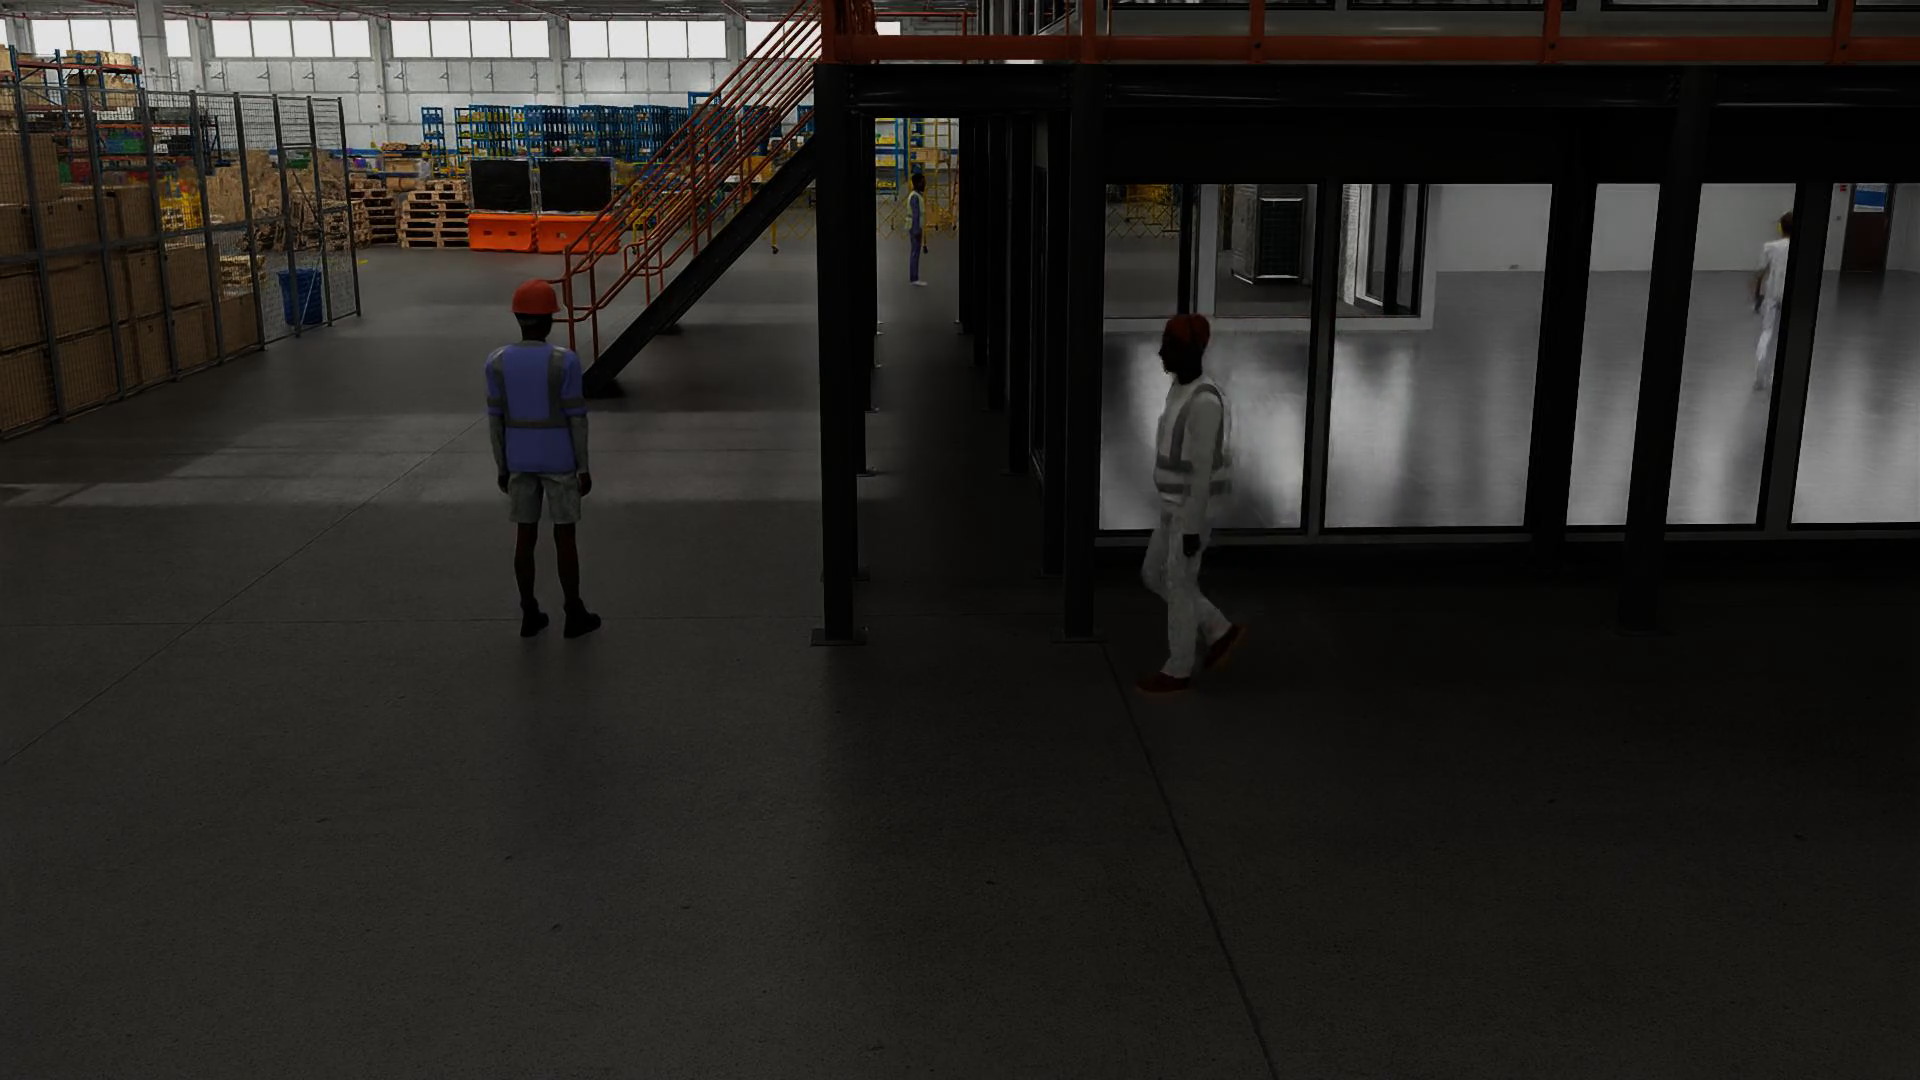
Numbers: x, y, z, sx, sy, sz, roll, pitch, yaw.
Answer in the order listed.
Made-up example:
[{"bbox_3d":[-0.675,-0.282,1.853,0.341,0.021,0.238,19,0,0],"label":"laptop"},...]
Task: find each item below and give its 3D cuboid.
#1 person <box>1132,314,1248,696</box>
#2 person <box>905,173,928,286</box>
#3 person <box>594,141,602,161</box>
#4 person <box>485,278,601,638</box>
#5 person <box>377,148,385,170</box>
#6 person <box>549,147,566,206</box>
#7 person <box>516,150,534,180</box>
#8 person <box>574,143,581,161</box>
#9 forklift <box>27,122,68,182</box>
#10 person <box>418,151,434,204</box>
[{"bbox_3d":[1.116,-0.152,7.987,0.486,1.871,0.606,-1,14,-4],"label":"person"},{"bbox_3d":[-0.748,-5.327,28.574,0.381,1.918,0.596,0,14,-1],"label":"person"},{"bbox_3d":[-18.043,-19.075,83.386,0.392,1.986,0.611,10,17,34],"label":"person"},{"bbox_3d":[-2.242,-0.428,8.951,0.542,1.939,0.366,2,14,10],"label":"person"},{"bbox_3d":[-25.673,-16.503,73.652,0.890,1.728,0.530,2,14,7],"label":"person"},{"bbox_3d":[-12.937,-11.517,53.091,0.686,2.024,0.636,6,15,22],"label":"person"},{"bbox_3d":[-14.906,-12.425,57.084,0.656,1.861,1.013,2,14,9],"label":"person"},{"bbox_3d":[-19.547,-19.369,84.967,0.877,1.797,0.593,-1,14,-3],"label":"person"},{"bbox_3d":[-35.376,-14.773,64.377,1.129,2.768,1.873,-1,14,-2],"label":"forklift"},{"bbox_3d":[-18.450,-12.531,57.577,0.437,1.814,0.621,9,16,31],"label":"person"}]
